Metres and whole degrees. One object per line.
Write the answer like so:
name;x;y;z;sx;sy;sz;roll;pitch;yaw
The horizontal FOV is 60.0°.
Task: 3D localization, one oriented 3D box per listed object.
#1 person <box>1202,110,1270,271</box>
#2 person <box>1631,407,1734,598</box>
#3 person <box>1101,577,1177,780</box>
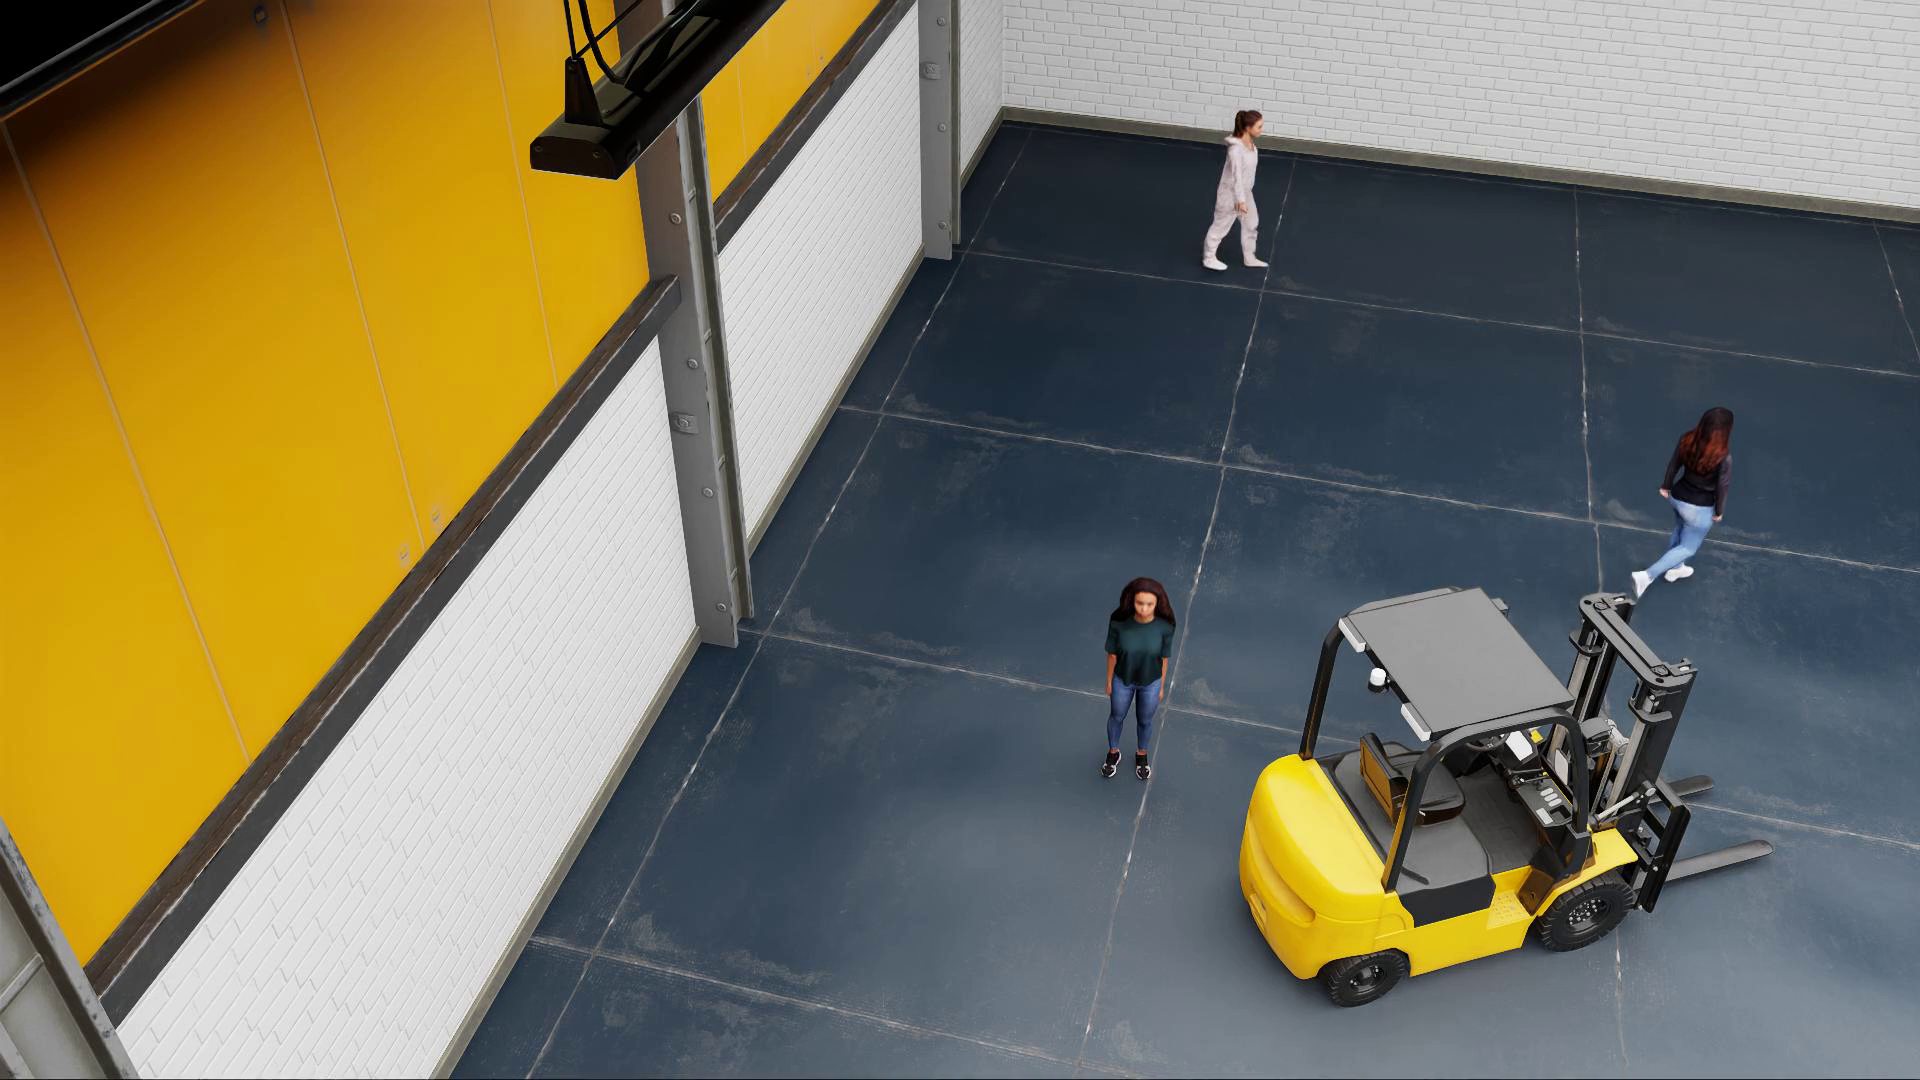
person;2.577;-3.381;16.124;0.823;1.661;0.880;20;43;24
person;5.341;-0.243;12.233;1.060;1.613;1.035;-17;42;-21
person;1.147;0.895;10.805;0.632;1.616;0.634;4;39;5
